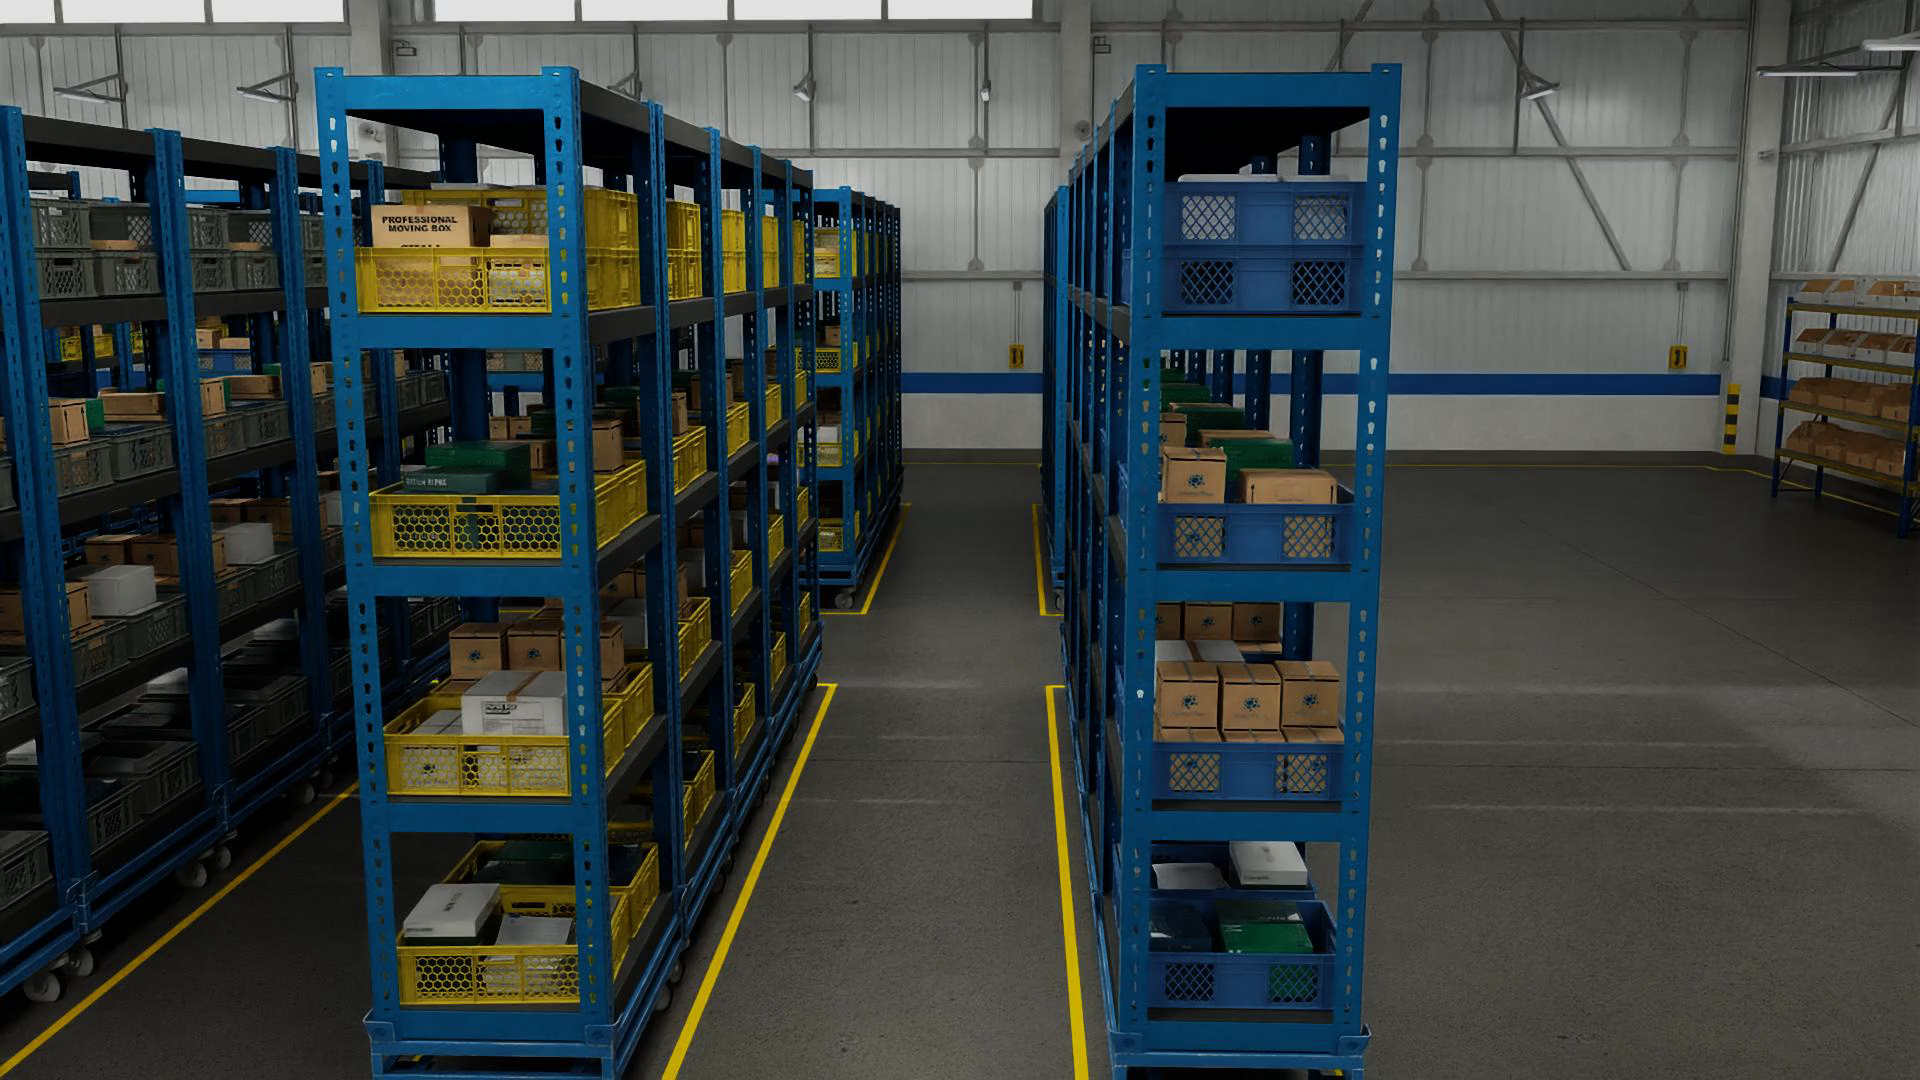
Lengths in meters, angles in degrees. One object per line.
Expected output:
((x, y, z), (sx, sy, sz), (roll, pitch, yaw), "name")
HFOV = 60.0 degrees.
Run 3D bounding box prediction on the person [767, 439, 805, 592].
((-1.400, 0.010, 12.413), (0.563, 1.838, 0.390), (7, 12, 37), "person")
